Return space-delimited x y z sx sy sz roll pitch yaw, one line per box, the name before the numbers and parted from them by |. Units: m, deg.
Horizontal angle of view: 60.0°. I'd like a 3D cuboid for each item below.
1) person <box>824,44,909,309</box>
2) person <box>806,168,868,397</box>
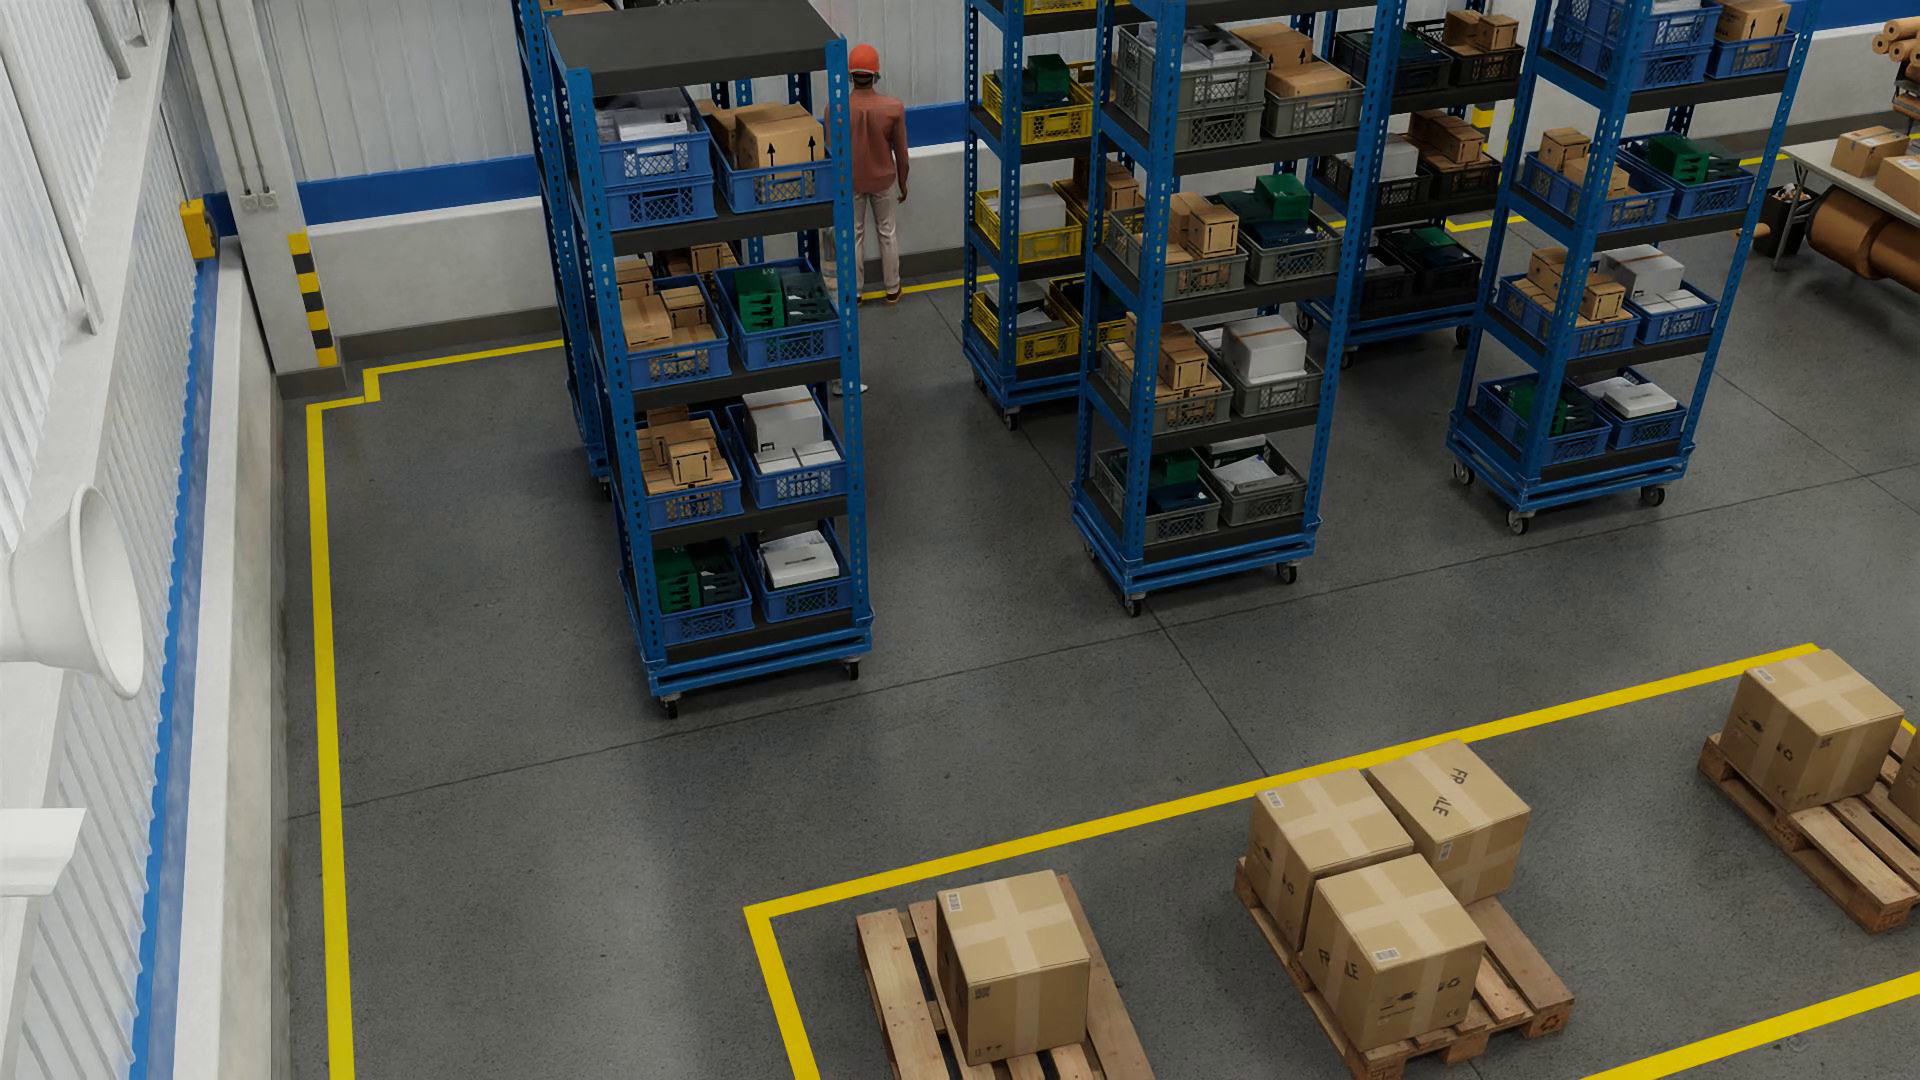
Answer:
person | -0.690 -2.684 12.352 0.621 1.992 0.397 -4 35 -5
person | -0.876 -1.769 11.360 0.310 1.639 0.514 -20 40 -26
